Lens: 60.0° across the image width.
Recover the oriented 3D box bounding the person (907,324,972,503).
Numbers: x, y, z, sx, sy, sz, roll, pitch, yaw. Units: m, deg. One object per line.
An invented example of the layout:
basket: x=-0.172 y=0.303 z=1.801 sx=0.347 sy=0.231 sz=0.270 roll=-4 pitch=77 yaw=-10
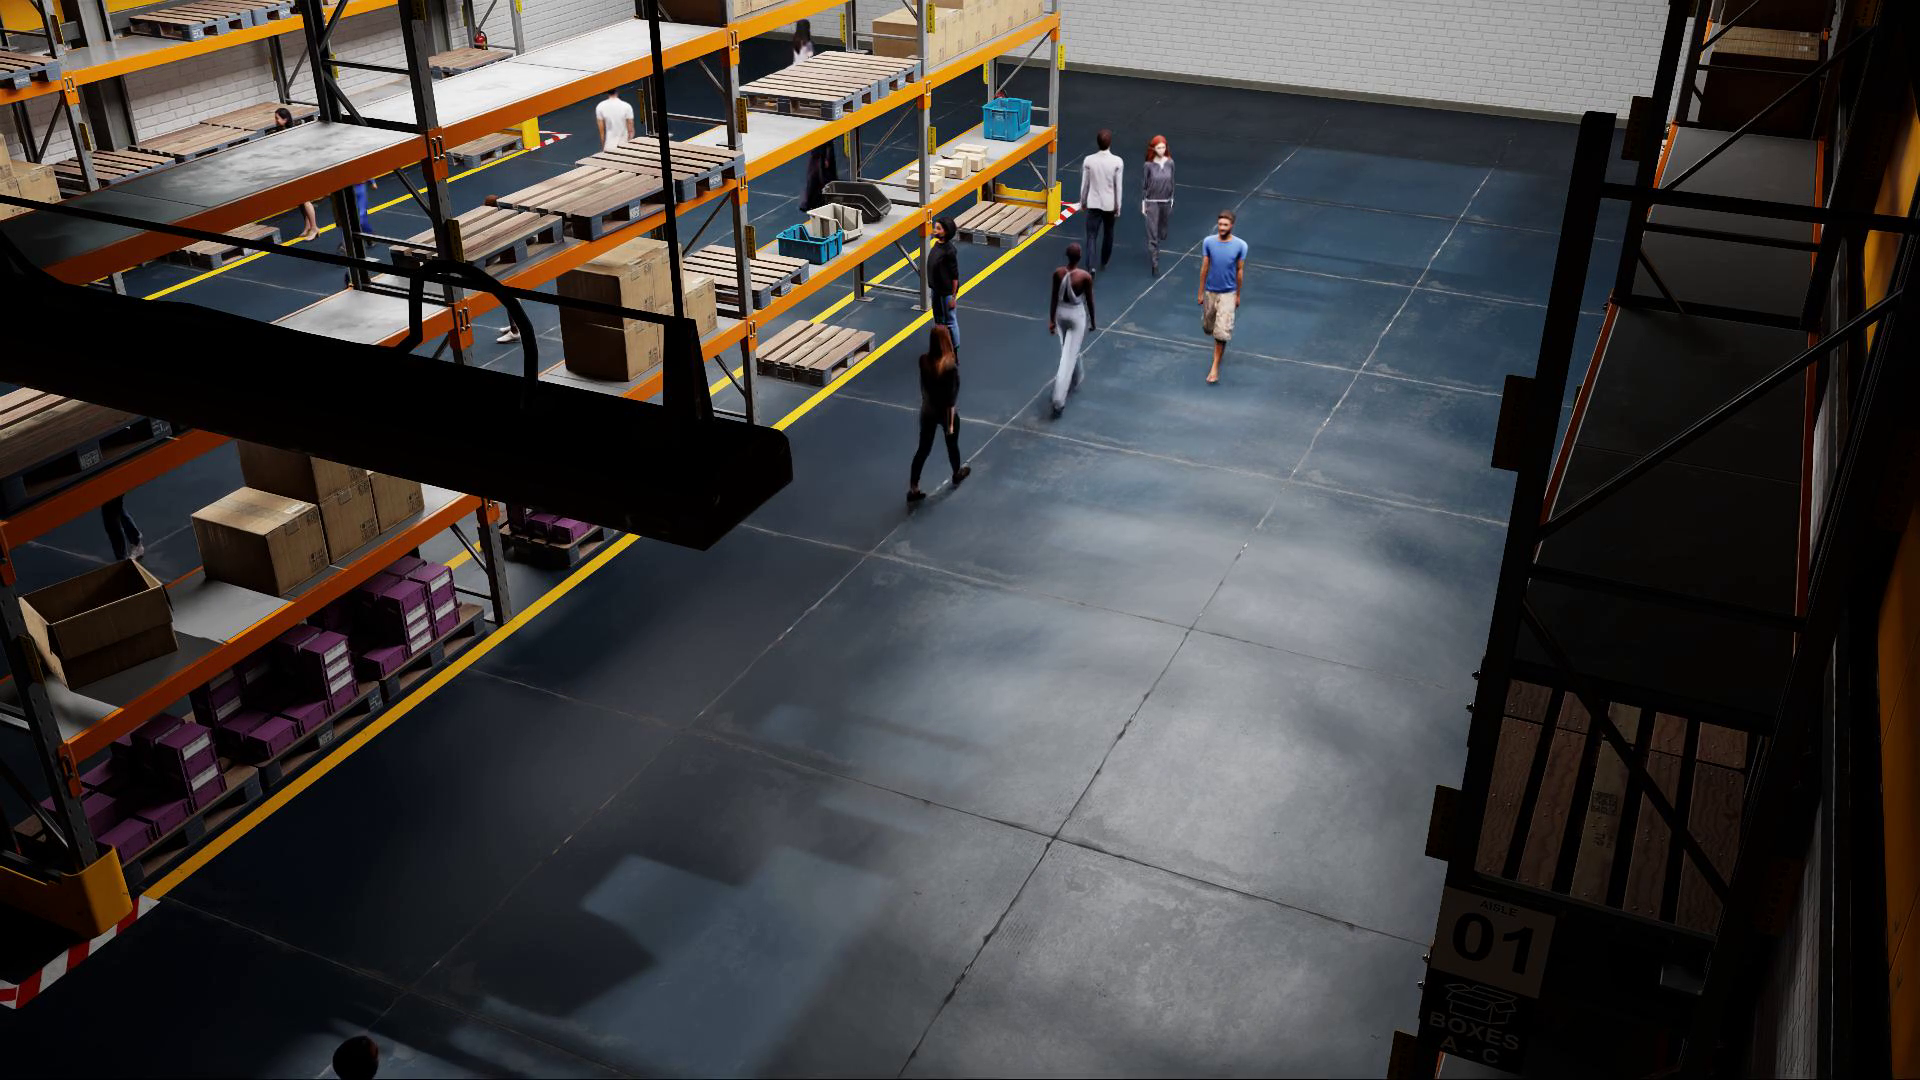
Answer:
person: x=-0.269 y=-1.124 z=15.393 sx=0.745 sy=1.666 sz=1.193 roll=18 pitch=33 yaw=29

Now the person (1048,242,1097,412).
person: x=1.122 y=-2.166 z=17.246 sx=0.604 sy=1.722 sz=1.154 roll=13 pitch=31 yaw=23

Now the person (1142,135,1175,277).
person: x=2.456 y=-4.244 z=21.013 sx=0.810 sy=1.762 sz=0.903 roll=-5 pitch=29 yaw=-10

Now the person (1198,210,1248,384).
person: x=2.861 y=-2.708 z=18.123 sx=0.679 sy=1.833 sz=1.159 roll=10 pitch=30 yaw=18

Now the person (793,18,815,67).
person: x=-2.637 y=-7.733 z=27.479 sx=0.693 sy=1.695 sz=0.701 roll=25 pitch=37 yaw=37

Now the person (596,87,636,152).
person: x=-4.765 y=-5.460 z=23.168 sx=0.938 sy=1.833 sz=1.129 roll=1 pitch=29 yaw=1

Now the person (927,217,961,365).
person: x=-0.166 y=-2.731 z=18.302 sx=0.689 sy=1.701 sz=0.665 roll=-19 pitch=34 yaw=-30

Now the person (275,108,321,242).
person: x=-8.856 y=-4.875 z=22.162 sx=0.793 sy=1.769 sz=0.773 roll=-19 pitch=34 yaw=-31

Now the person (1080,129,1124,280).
person: x=1.760 y=-4.150 z=20.789 sx=0.945 sy=1.811 sz=1.284 roll=2 pitch=29 yaw=4

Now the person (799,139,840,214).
person: x=-1.886 y=-5.391 z=23.283 sx=0.637 sy=1.602 sz=1.091 roll=14 pitch=32 yaw=25

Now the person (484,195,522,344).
person: x=-5.195 y=-3.102 z=18.971 sx=0.730 sy=1.713 sz=0.614 roll=1 pitch=29 yaw=2
